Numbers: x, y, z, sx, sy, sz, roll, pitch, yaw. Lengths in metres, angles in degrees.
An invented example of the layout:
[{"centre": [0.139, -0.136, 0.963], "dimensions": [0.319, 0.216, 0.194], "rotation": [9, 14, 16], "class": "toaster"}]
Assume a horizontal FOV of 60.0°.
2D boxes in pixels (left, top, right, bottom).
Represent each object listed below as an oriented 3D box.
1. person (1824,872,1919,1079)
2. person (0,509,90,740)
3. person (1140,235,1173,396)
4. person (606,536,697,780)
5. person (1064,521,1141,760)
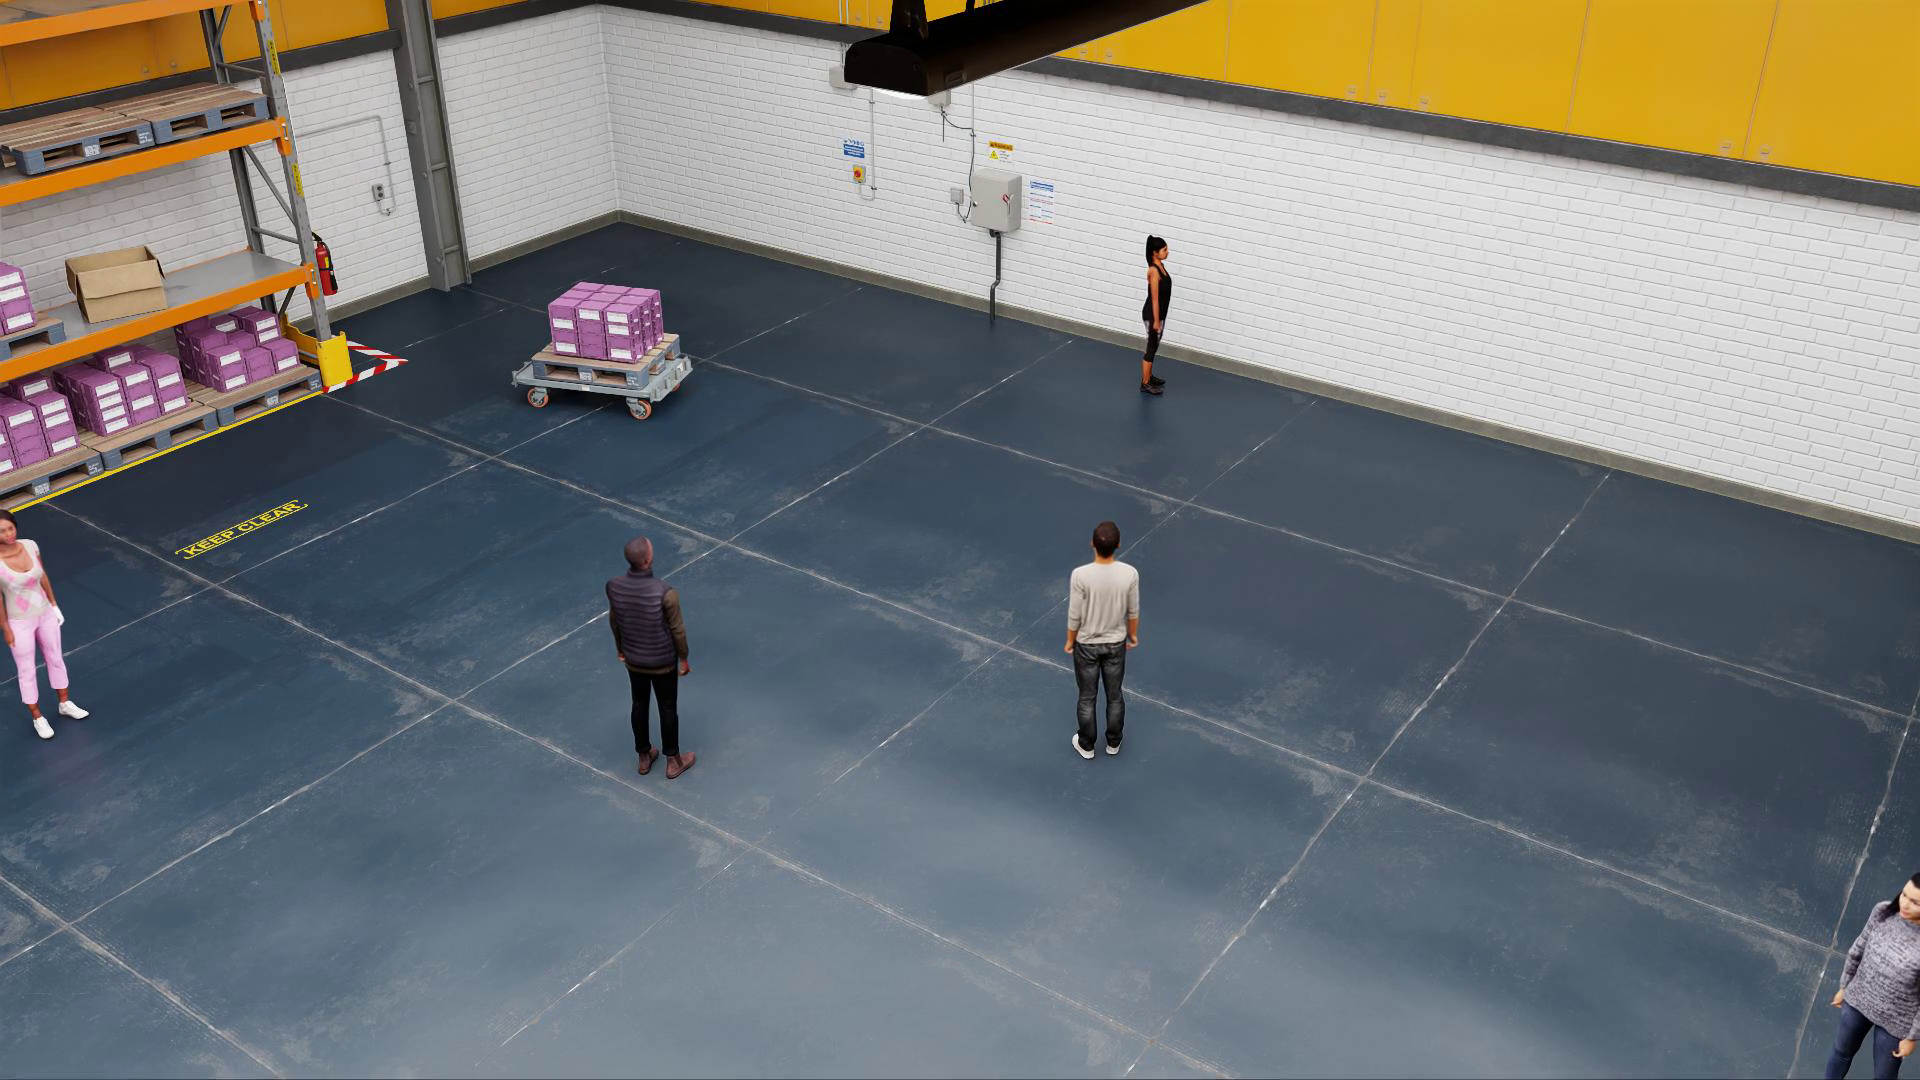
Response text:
[{"centre": [4.695, 2.374, 8.449], "dimensions": [0.680, 1.732, 0.686], "rotation": [-14, 31, -23], "class": "person"}, {"centre": [-6.573, 0.565, 11.756], "dimensions": [0.639, 1.741, 0.460], "rotation": [16, 32, 27], "class": "person"}, {"centre": [2.012, -2.340, 17.164], "dimensions": [0.714, 1.662, 0.578], "rotation": [5, 29, 9], "class": "person"}, {"centre": [-2.096, 0.791, 11.241], "dimensions": [0.759, 1.836, 0.690], "rotation": [8, 30, 15], "class": "person"}, {"centre": [0.974, 0.693, 11.448], "dimensions": [0.727, 1.811, 0.778], "rotation": [-4, 29, -7], "class": "person"}]
